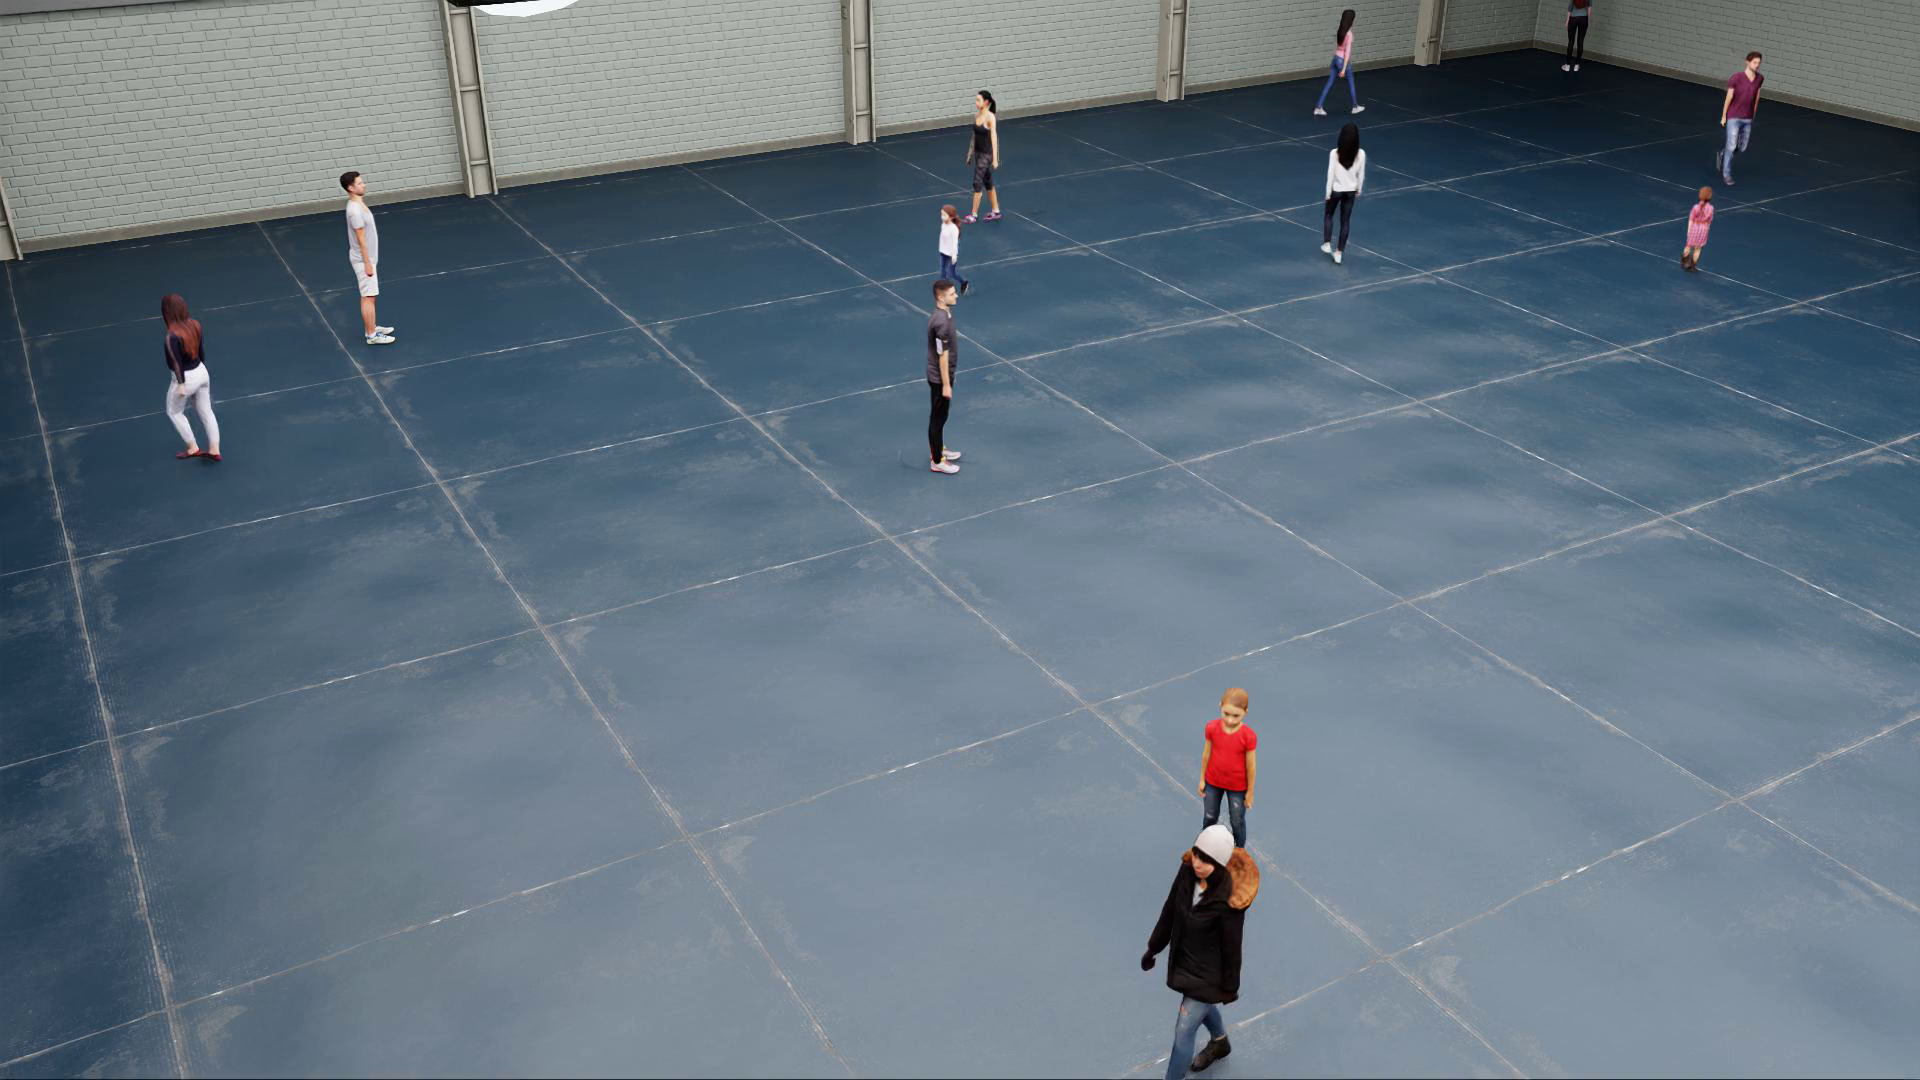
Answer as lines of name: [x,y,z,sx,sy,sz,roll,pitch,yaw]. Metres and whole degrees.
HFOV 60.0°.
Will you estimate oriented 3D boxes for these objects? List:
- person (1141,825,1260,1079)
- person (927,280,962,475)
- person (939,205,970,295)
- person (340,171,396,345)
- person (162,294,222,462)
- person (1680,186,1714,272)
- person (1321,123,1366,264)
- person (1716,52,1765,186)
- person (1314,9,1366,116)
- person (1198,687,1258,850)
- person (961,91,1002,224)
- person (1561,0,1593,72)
person: [1.219,2.056,8.209,0.895,1.609,0.622,-15,31,-27]
person: [-0.155,-1.482,14.911,0.736,1.764,0.716,2,27,4]
person: [-0.091,-3.328,19.221,0.671,1.100,0.486,-19,33,-32]
person: [-6.389,-3.036,17.830,0.633,1.854,0.726,-9,28,-16]
person: [-6.893,-1.431,15.000,0.813,1.592,0.754,7,28,13]
person: [8.954,-3.754,20.151,0.659,1.006,0.711,7,28,13]
person: [4.694,-4.220,20.321,0.878,1.678,0.895,0,27,0]
person: [11.053,-6.029,23.673,1.057,1.826,0.975,-3,27,-6]
person: [6.152,-7.754,27.176,1.200,1.686,0.656,-11,29,-20]
person: [1.576,1.414,9.788,0.559,1.305,0.593,14,30,25]
person: [0.405,-5.046,21.893,0.883,1.707,0.606,-17,32,-29]
person: [11.350,-9.514,30.534,0.654,1.742,0.731,4,28,8]
